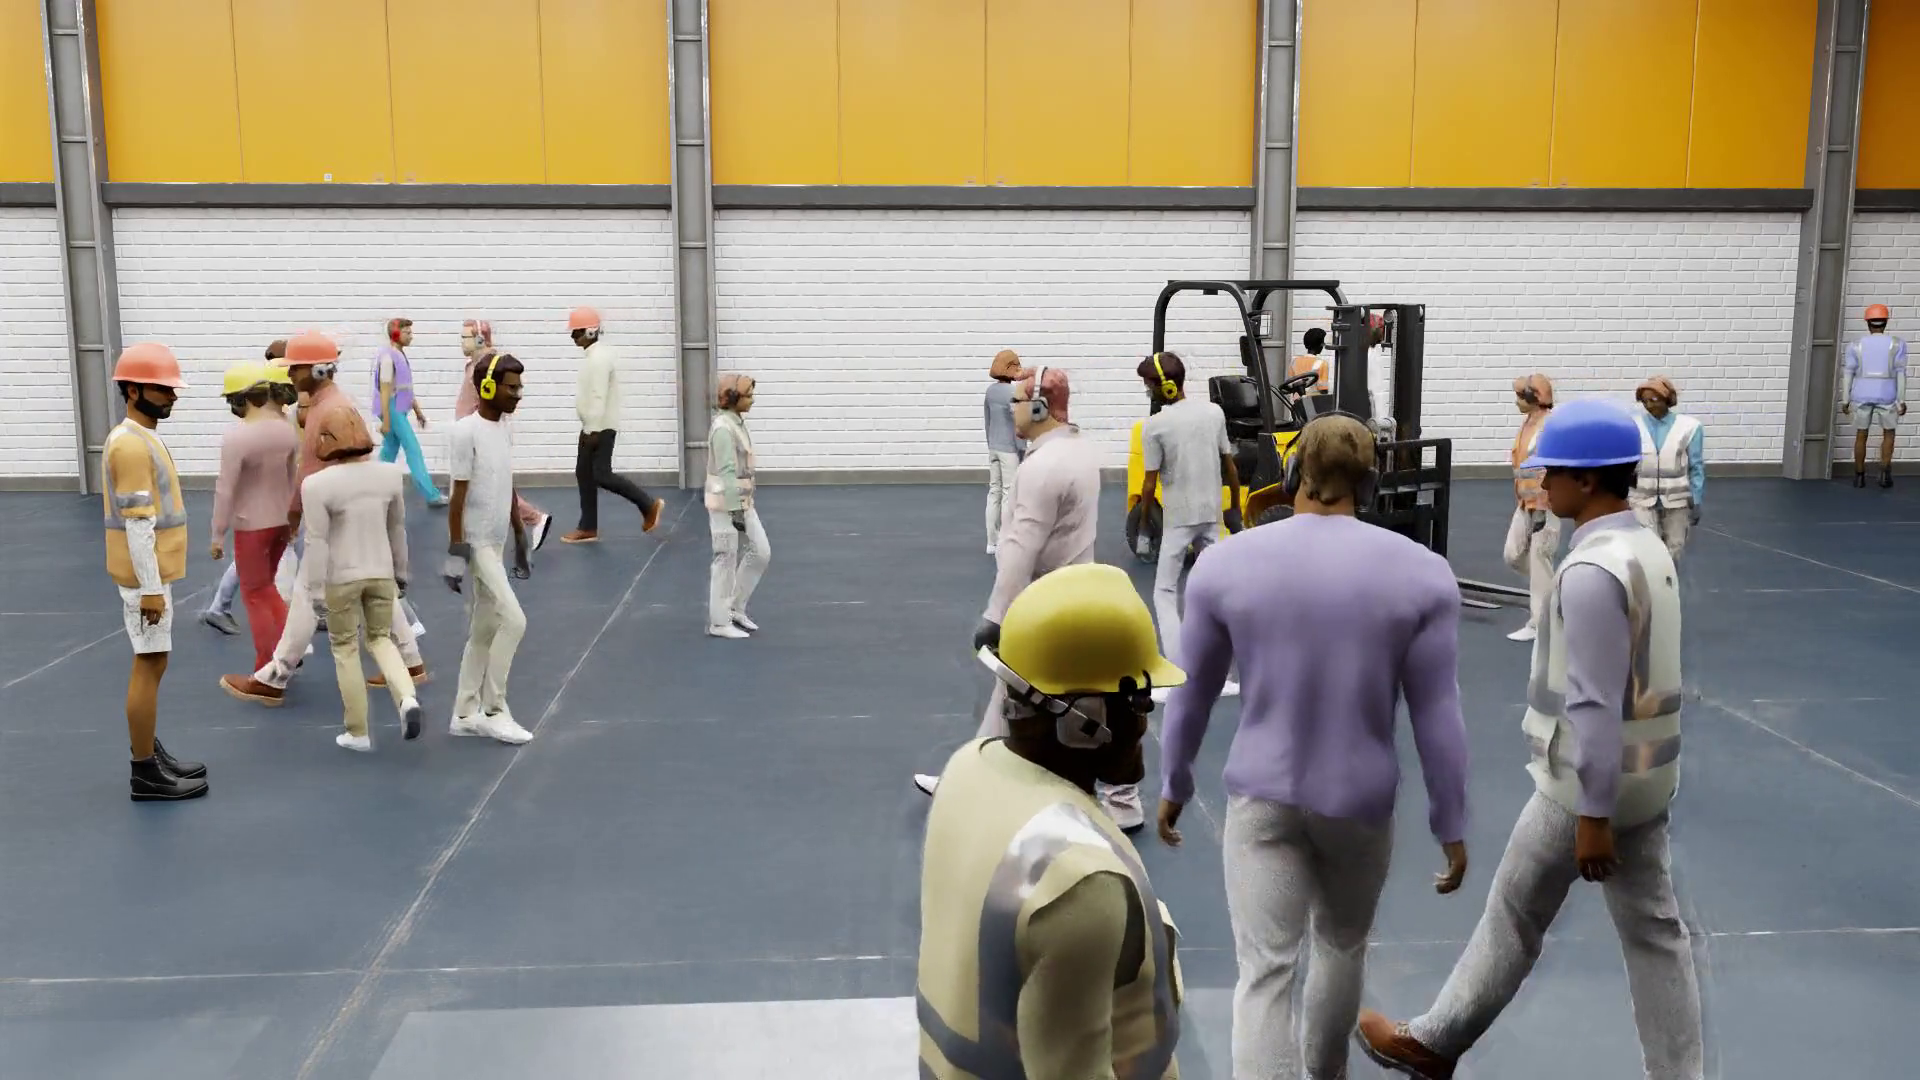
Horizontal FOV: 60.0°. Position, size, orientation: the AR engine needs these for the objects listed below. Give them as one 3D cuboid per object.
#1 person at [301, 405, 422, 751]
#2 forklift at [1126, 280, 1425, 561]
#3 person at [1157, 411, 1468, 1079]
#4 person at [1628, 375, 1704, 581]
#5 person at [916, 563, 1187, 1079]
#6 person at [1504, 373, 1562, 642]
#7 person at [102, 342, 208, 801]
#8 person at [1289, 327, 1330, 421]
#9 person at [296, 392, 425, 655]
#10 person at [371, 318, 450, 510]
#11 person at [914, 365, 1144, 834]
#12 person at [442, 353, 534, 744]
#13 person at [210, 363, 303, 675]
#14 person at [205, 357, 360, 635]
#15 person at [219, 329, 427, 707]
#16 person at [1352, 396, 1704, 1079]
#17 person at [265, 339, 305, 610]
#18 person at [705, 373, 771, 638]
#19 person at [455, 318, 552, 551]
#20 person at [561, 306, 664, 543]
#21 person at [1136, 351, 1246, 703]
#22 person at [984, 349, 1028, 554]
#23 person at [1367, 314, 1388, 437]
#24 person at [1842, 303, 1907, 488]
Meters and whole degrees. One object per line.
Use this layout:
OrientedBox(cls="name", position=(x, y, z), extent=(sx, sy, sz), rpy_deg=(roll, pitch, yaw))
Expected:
OrientedBox(cls="person", position=(-2.740, 0.191, 7.645), extent=(0.457, 1.617, 0.519), rpy_deg=(8, 12, 42))
OrientedBox(cls="forklift", position=(2.301, -0.860, 12.475), extent=(1.214, 2.155, 2.313), rpy_deg=(-6, 11, -35))
OrientedBox(cls="person", position=(0.853, 0.629, 4.095), extent=(0.726, 1.873, 0.988), rpy_deg=(2, 9, 11))
OrientedBox(cls="person", position=(4.388, -0.241, 10.459), extent=(0.542, 1.608, 0.761), rpy_deg=(4, 10, 24))
OrientedBox(cls="person", position=(0.118, 0.915, 2.621), extent=(0.919, 1.794, 0.595), rpy_deg=(-4, 10, -21))
OrientedBox(cls="person", position=(3.532, -0.198, 10.073), extent=(0.409, 1.619, 0.540), rpy_deg=(-1, 9, -5))
OrientedBox(cls="person", position=(-3.413, 0.131, 7.066), extent=(0.369, 1.933, 0.551), rpy_deg=(-4, 10, -23))
OrientedBox(cls="person", position=(3.530, -1.292, 16.772), extent=(0.318, 1.691, 0.532), rpy_deg=(-6, 11, -32))
OrientedBox(cls="person", position=(-3.594, -0.120, 9.738), extent=(0.858, 1.586, 0.520), rpy_deg=(-1, 9, -7))
OrientedBox(cls="person", position=(-5.137, -1.162, 15.574), extent=(0.920, 1.801, 0.583), rpy_deg=(-1, 9, -8))
OrientedBox(cls="person", position=(0.296, 0.244, 6.593), extent=(0.987, 1.854, 0.656), rpy_deg=(2, 9, 12))
OrientedBox(cls="person", position=(-2.189, 0.043, 7.900), extent=(0.630, 1.841, 0.543), rpy_deg=(1, 9, 7))
OrientedBox(cls="person", position=(-3.746, -0.062, 8.853), extent=(0.360, 1.752, 0.550), rpy_deg=(2, 9, 15))
OrientedBox(cls="person", position=(-4.243, -0.261, 10.207), extent=(0.896, 1.719, 0.525), rpy_deg=(1, 9, 4))
OrientedBox(cls="person", position=(-3.318, -0.124, 8.666), extent=(1.042, 1.935, 0.633), rpy_deg=(-4, 10, -23))
OrientedBox(cls="person", position=(1.524, 0.582, 4.313), extent=(0.975, 1.897, 0.655), rpy_deg=(7, 11, 38))
OrientedBox(cls="person", position=(-4.281, -0.431, 11.022), extent=(0.649, 1.813, 0.817), rpy_deg=(8, 12, 41))
OrientedBox(cls="person", position=(-1.365, -0.195, 10.095), extent=(0.407, 1.624, 0.538), rpy_deg=(1, 9, 9))
OrientedBox(cls="person", position=(-3.581, -0.765, 12.838), extent=(0.718, 1.890, 0.653), rpy_deg=(-3, 9, -17))
OrientedBox(cls="person", position=(-2.891, -0.941, 13.723), extent=(0.755, 1.962, 0.640), rpy_deg=(-5, 10, -26))
OrientedBox(cls="person", position=(1.235, -0.067, 8.665), extent=(0.667, 1.832, 0.337), rpy_deg=(-3, 10, -19))
OrientedBox(cls="person", position=(0.371, -0.679, 13.089), extent=(0.285, 1.636, 0.500), rpy_deg=(-6, 11, -31))
OrientedBox(cls="person", position=(3.694, -1.096, 14.987), extent=(0.599, 1.861, 0.590), rpy_deg=(0, 9, -1))
OrientedBox(cls="person", position=(9.466, -1.483, 17.215), extent=(0.603, 1.925, 0.401), rpy_deg=(6, 11, 34))
